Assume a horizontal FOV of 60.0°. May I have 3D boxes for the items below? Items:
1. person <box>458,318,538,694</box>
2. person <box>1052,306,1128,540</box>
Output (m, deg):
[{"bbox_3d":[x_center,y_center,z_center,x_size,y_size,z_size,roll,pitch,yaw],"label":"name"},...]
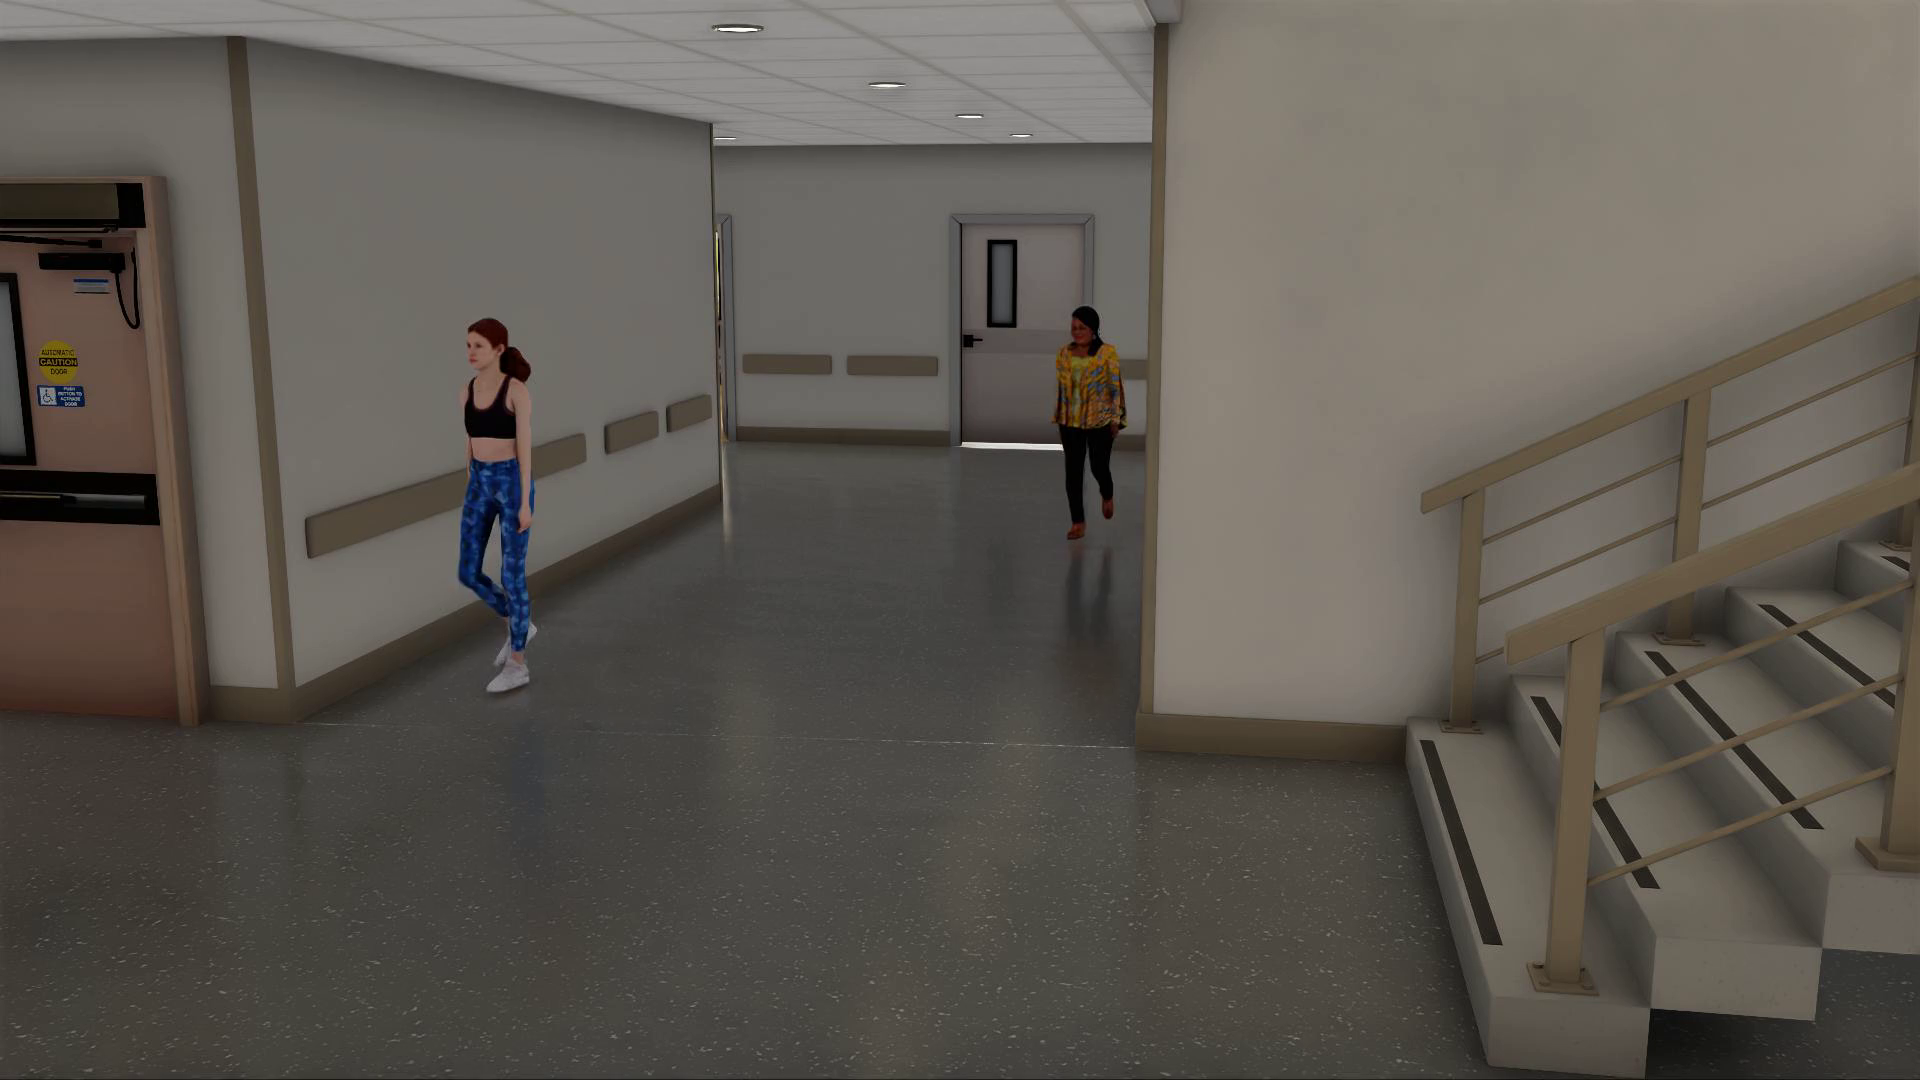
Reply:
[{"bbox_3d":[-2.140,-0.171,7.984,0.686,1.776,0.706,4,12,22],"label":"person"},{"bbox_3d":[0.934,-0.821,11.788,0.860,1.637,0.865,5,12,23],"label":"person"}]
